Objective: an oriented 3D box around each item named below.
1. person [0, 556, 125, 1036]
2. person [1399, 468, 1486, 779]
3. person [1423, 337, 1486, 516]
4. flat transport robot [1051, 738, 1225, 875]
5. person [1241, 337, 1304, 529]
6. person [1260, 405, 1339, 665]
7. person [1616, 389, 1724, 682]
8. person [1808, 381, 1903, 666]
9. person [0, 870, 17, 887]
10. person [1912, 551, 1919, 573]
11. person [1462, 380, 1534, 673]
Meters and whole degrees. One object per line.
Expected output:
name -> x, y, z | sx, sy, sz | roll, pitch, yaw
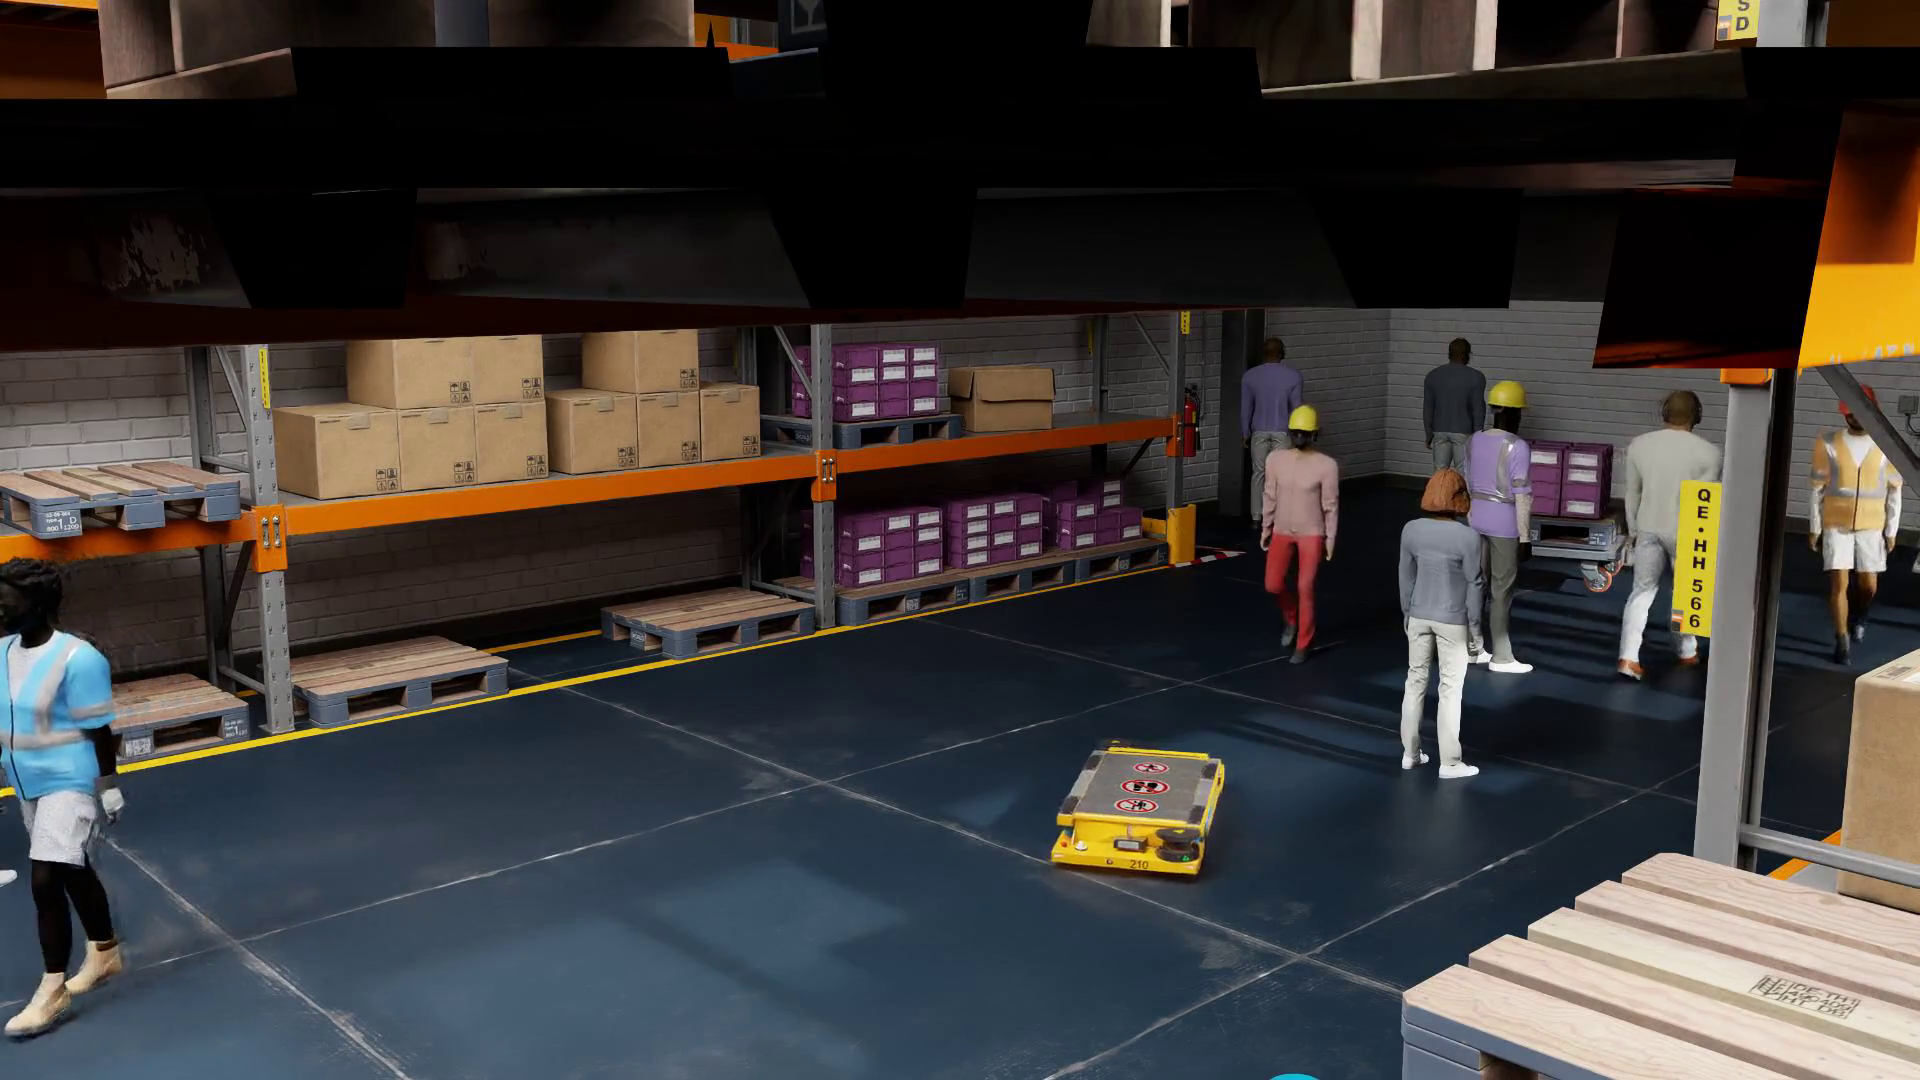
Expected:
person -> -3.316, 0.897, 5.927 | 0.553, 1.669, 0.693 | 5, 11, 25
person -> 2.538, 0.436, 8.770 | 0.281, 1.636, 0.500 | -8, 13, -40
person -> 4.911, -1.041, 16.551 | 0.629, 1.934, 0.378 | 8, 13, 39
flat transport robot -> 0.887, 1.250, 7.994 | 0.652, 0.197, 1.431 | 2, 10, 13
person -> 3.125, -1.064, 16.683 | 0.628, 1.935, 0.373 | 3, 10, 17
person -> 2.291, -0.041, 11.206 | 0.547, 1.753, 0.423 | 6, 11, 32
person -> 4.574, -0.029, 10.758 | 0.630, 1.900, 1.001 | 9, 13, 41
person -> 6.049, -0.128, 11.278 | 0.554, 1.910, 0.591 | 4, 11, 23
person -> -4.378, 0.672, 7.090 | 0.485, 1.739, 0.313 | -1, 10, -4
person -> 8.512, -0.542, 13.951 | 0.544, 1.821, 0.953 | -6, 11, -30
person -> 3.556, -0.086, 10.975 | 0.362, 1.928, 0.587 | -4, 11, -24
